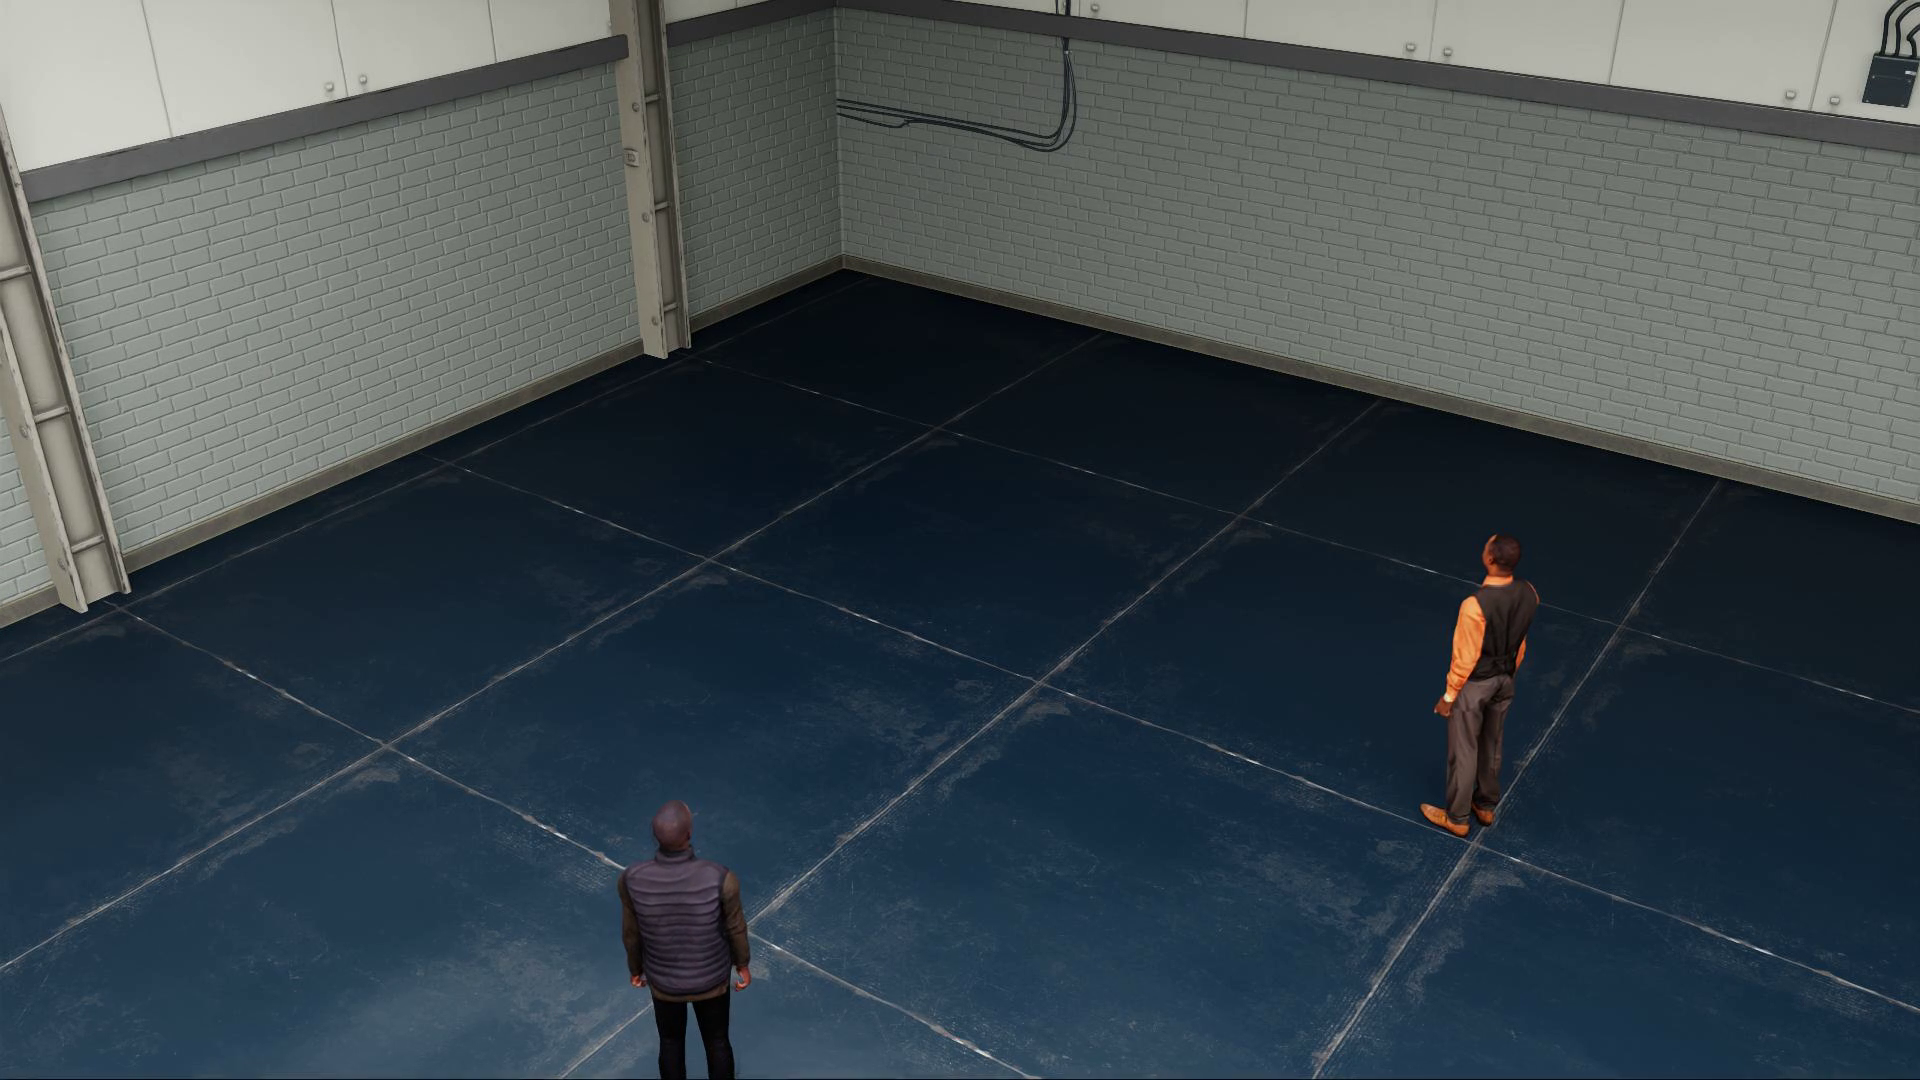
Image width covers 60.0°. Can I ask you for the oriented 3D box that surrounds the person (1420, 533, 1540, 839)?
[{"bbox_3d":[2.970,0.823,9.427,0.720,1.908,0.848,-14,31,-24],"label":"person"}]

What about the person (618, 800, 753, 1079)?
[{"bbox_3d":[-1.218,1.932,7.420,0.779,1.835,0.788,0,28,0],"label":"person"}]
